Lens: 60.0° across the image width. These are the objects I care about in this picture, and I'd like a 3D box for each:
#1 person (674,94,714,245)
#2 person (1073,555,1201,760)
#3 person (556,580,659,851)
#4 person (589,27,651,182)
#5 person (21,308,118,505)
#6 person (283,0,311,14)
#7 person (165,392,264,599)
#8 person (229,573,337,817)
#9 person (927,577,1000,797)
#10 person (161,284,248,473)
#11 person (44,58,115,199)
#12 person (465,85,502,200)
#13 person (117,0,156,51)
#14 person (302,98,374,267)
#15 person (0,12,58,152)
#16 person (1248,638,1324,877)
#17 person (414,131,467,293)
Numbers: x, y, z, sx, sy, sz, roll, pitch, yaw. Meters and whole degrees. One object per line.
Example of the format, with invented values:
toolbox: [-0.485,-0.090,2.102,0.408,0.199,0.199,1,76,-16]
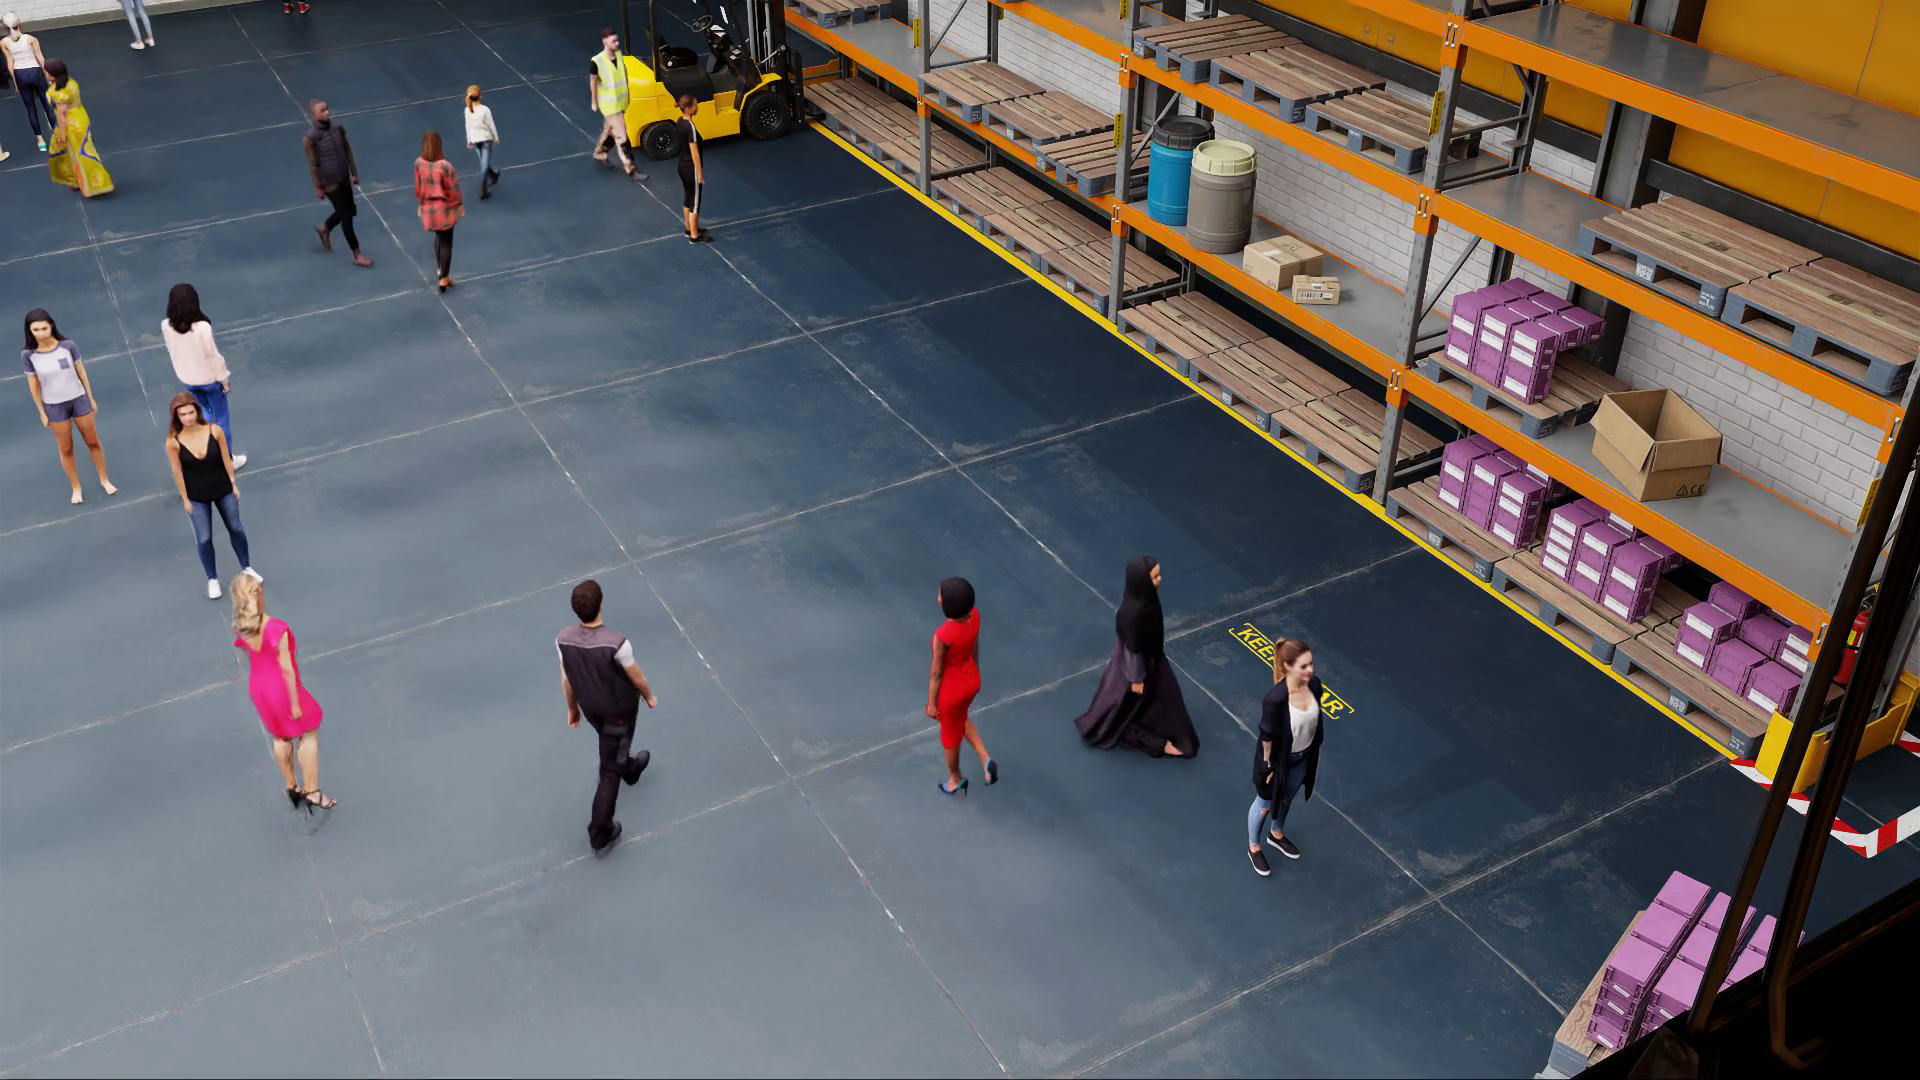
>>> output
person: [-2.980,-4.102,18.351,0.656,1.668,0.472,-15,36,-21]
person: [1.109,0.770,11.078,1.202,1.605,1.005,16,37,23]
person: [-2.234,1.119,10.372,1.174,1.806,1.168,12,35,17]
person: [-4.210,-5.225,19.919,1.304,1.801,1.103,17,37,24]
person: [-7.424,-1.130,13.822,0.596,1.732,0.500,-20,39,-28]
person: [-10.474,-9.085,25.768,0.695,1.756,0.687,-3,34,-5]
person: [-5.728,-0.369,12.687,0.612,1.721,0.532,-22,40,-30]
person: [-4.373,1.022,10.625,0.794,1.687,0.873,20,39,28]
person: [0.050,0.999,10.619,0.824,1.732,0.736,20,39,28]
person: [-6.462,-1.299,14.057,0.842,1.754,0.901,9,35,14]
person: [-10.270,-4.815,19.443,0.966,1.646,1.010,-6,34,-9]
person: [-5.635,-4.643,19.512,0.847,1.283,0.959,5,34,8]
person: [-12.133,-8.039,24.242,0.670,1.704,0.694,21,39,28]
person: [-6.755,-3.846,17.835,1.207,1.813,1.058,16,37,22]
person: [-11.594,-5.724,20.757,0.630,1.706,0.583,-11,35,-16]
person: [1.982,1.309,10.200,0.628,1.679,0.555,-20,38,-27]
person: [-5.430,-3.358,17.217,0.745,1.683,0.810,10,35,14]
